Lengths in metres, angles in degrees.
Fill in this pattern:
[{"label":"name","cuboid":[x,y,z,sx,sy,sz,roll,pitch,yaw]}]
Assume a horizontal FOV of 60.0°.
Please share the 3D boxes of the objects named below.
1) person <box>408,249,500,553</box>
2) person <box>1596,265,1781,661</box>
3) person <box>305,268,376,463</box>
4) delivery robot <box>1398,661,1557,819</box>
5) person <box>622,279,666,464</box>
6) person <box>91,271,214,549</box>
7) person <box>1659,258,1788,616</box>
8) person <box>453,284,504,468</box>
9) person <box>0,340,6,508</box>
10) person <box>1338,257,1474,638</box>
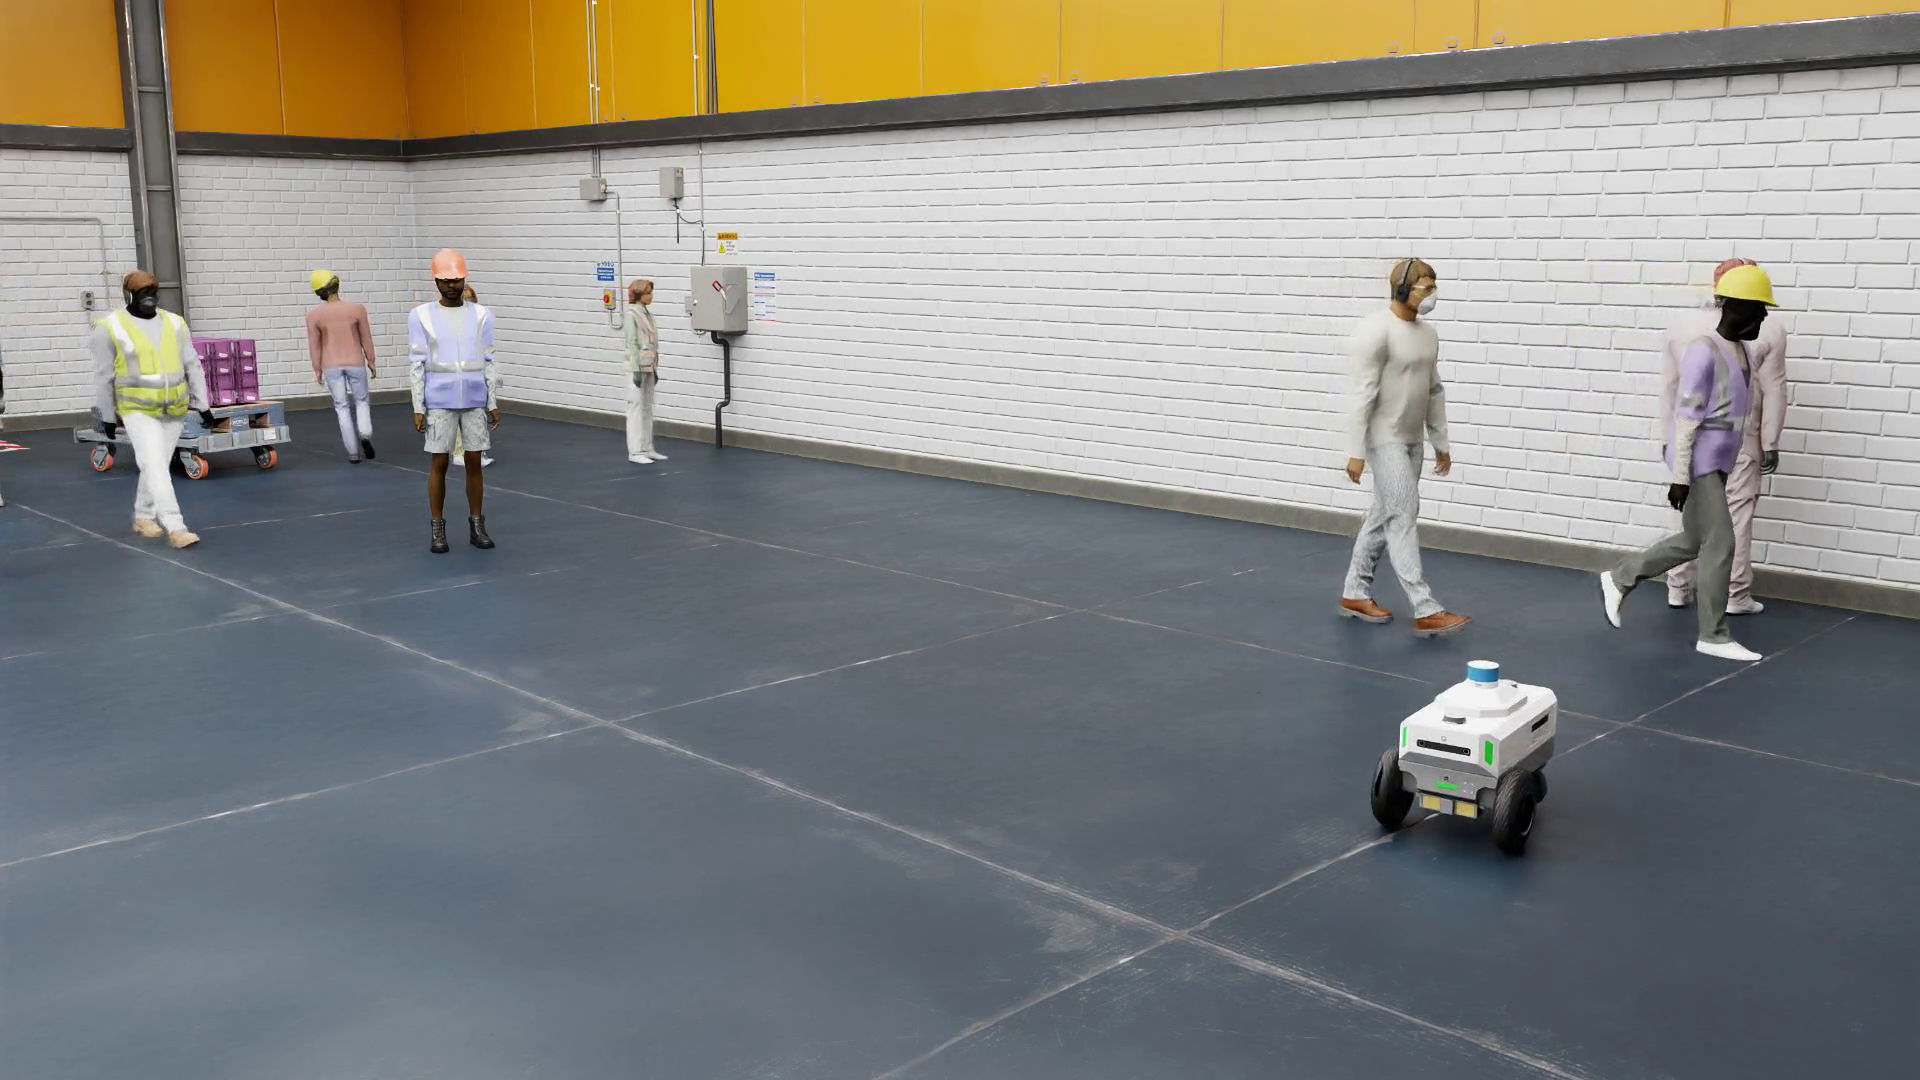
[{"label":"person","cuboid":[-3.222,-0.885,10.654,0.552,1.935,0.374,-6,12,-29]},{"label":"person","cuboid":[3.563,-0.396,8.140,0.817,1.894,0.588,10,14,43]},{"label":"person","cuboid":[-5.453,-1.526,14.687,0.562,1.730,0.415,-4,11,-23]},{"label":"delivery robot","cuboid":[1.797,0.660,5.743,0.477,0.478,0.707,8,13,36]},{"label":"person","cuboid":[-2.841,-1.502,14.833,0.309,1.640,0.517,2,11,11]},{"label":"person","cuboid":[-5.287,-0.862,10.929,0.963,1.795,0.641,7,13,35]},{"label":"person","cuboid":[4.086,-0.549,8.919,0.399,1.903,0.643,-10,14,-44]},{"label":"person","cuboid":[-4.221,-1.406,14.397,0.817,1.593,0.519,9,14,39]},{"label":"person","cuboid":[-7.480,-1.086,12.513,0.537,1.655,0.862,-8,13,-36]},{"label":"person","cuboid":[2.306,-0.471,8.474,0.837,1.901,0.654,10,14,43]}]
